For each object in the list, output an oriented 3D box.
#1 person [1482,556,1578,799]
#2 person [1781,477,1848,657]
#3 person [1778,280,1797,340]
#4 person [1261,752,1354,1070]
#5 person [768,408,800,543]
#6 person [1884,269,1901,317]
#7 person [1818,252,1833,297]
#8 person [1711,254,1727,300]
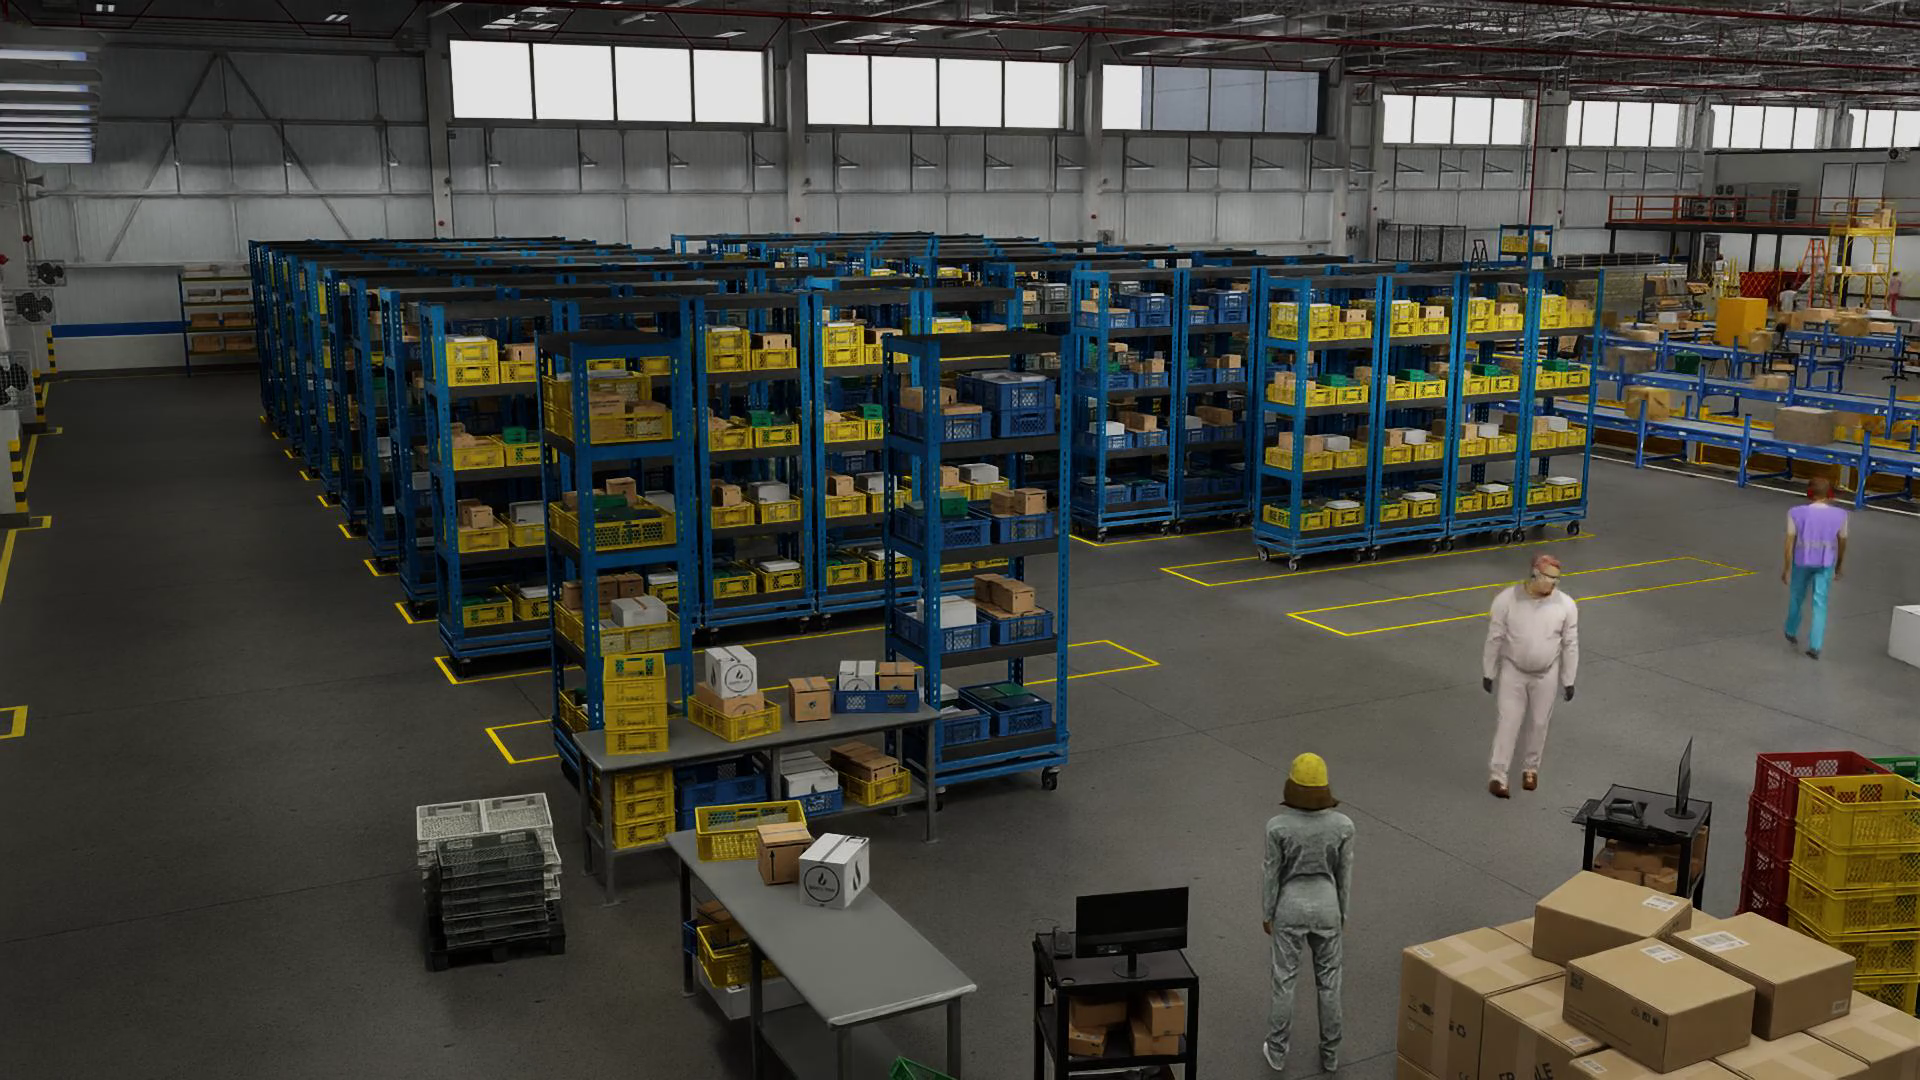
[{"bbox_3d":[4.418,1.077,12.838,0.681,1.869,0.720,2,12,8],"label":"person"},{"bbox_3d":[8.663,0.254,16.882,0.584,1.797,0.965,4,13,17],"label":"person"},{"bbox_3d":[25.076,-6.942,50.417,0.529,1.849,0.691,4,13,17],"label":"person"},{"bbox_3d":[1.850,1.987,8.931,0.486,1.736,0.365,0,12,0],"label":"person"},{"bbox_3d":[-2.304,-0.842,21.952,0.426,1.812,0.596,-8,15,-34],"label":"person"},{"bbox_3d":[33.220,-8.782,59.235,0.539,1.755,0.351,-2,12,-8],"label":"person"},{"bbox_3d":[36.649,-11.231,70.358,0.595,1.901,0.671,-8,14,-32],"label":"person"},{"bbox_3d":[31.350,-10.862,68.720,0.598,1.898,0.498,7,14,31],"label":"person"}]
